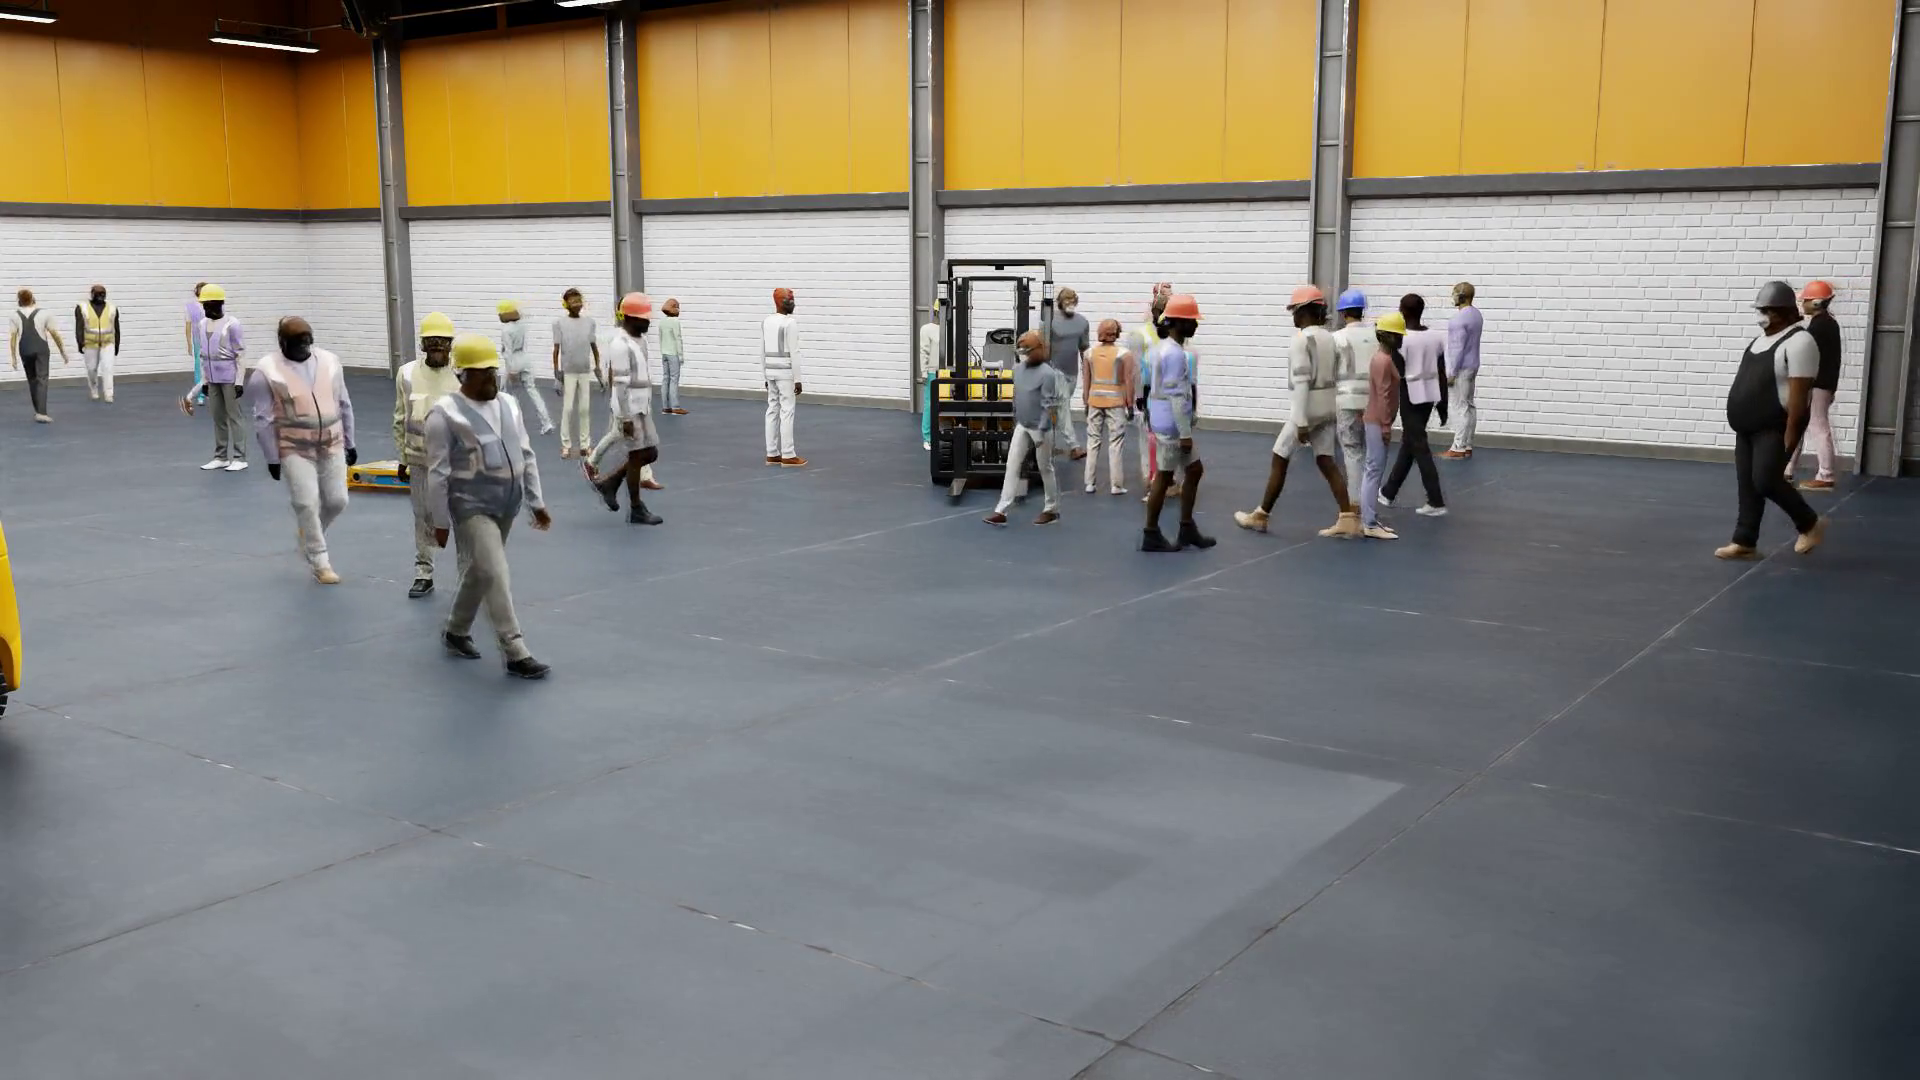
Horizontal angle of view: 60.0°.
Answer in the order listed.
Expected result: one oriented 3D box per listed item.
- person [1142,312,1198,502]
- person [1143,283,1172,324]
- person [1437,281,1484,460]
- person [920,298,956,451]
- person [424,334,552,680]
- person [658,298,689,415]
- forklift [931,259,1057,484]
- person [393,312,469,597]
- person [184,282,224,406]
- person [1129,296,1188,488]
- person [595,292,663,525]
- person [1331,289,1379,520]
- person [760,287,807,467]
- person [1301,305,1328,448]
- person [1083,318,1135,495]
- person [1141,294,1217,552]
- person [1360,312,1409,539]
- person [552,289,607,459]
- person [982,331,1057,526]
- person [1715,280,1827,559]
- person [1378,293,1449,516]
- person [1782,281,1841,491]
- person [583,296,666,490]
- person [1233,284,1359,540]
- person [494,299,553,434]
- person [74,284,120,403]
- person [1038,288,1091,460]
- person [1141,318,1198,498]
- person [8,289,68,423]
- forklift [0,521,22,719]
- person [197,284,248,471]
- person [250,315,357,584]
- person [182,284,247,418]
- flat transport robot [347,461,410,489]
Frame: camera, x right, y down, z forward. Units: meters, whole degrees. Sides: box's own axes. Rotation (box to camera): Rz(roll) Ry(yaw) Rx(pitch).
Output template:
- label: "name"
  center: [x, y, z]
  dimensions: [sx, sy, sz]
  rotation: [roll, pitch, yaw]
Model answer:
- label: "person"
  center: [1.945, -1.230, 15.164]
  dimensions: [0.526, 1.720, 0.882]
  rotation: [5, 11, 27]
- label: "person"
  center: [2.353, -2.058, 19.518]
  dimensions: [0.402, 1.906, 0.652]
  rotation: [2, 10, 13]
- label: "person"
  center: [5.461, -1.839, 18.118]
  dimensions: [0.373, 1.940, 0.630]
  rotation: [7, 12, 35]
- label: "person"
  center: [-0.215, -1.901, 19.030]
  dimensions: [0.524, 1.760, 0.328]
  rotation: [-6, 11, -32]
- label: "person"
  center: [-2.514, -0.196, 8.780]
  dimensions: [0.923, 1.793, 0.584]
  rotation: [5, 11, 29]
- label: "person"
  center: [-4.060, -2.584, 23.462]
  dimensions: [0.282, 1.633, 0.498]
  rotation: [-9, 13, -42]
- label: "forklift"
  center: [0.370, -1.738, 16.759]
  dimensions: [1.214, 2.155, 2.313]
  rotation: [1, 10, 3]
- label: "person"
  center: [-3.343, -0.545, 10.713]
  dimensions: [0.589, 1.837, 0.403]
  rotation: [-1, 10, -6]
- label: "person"
  center: [-11.295, -2.938, 24.936]
  dimensions: [0.565, 1.846, 0.388]
  rotation: [-7, 12, -38]
- label: "person"
  center: [1.904, -1.399, 15.820]
  dimensions: [0.629, 1.830, 0.437]
  rotation: [-3, 10, -19]
- label: "person"
  center: [-2.721, -1.069, 13.623]
  dimensions: [0.627, 1.910, 0.556]
  rotation: [3, 10, 18]
- label: "person"
  center: [3.277, -1.149, 14.054]
  dimensions: [0.633, 1.915, 0.700]
  rotation: [-4, 10, -22]
- label: "person"
  center: [-1.870, -1.710, 17.513]
  dimensions: [0.337, 1.881, 0.585]
  rotation: [-9, 13, -43]
- label: "person"
  center: [4.103, -1.912, 19.301]
  dimensions: [0.321, 1.690, 0.529]
  rotation: [2, 10, 11]
- label: "person"
  center: [1.372, -1.230, 15.410]
  dimensions: [0.515, 1.632, 0.311]
  rotation: [5, 11, 28]
- label: "person"
  center: [1.672, -0.847, 12.269]
  dimensions: [0.707, 1.914, 0.582]
  rotation: [1, 10, 5]
- label: "person"
  center: [3.318, -0.894, 13.020]
  dimensions: [0.329, 1.763, 0.523]
  rotation: [2, 10, 11]
- label: "person"
  center: [-4.168, -1.810, 18.208]
  dimensions: [0.567, 1.860, 0.367]
  rotation: [-6, 11, -34]
- label: "person"
  center: [0.521, -0.884, 13.423]
  dimensions: [0.793, 1.591, 0.546]
  rotation: [-8, 13, -41]
- label: "person"
  center: [5.829, -0.852, 11.940]
  dimensions: [0.644, 2.000, 0.698]
  rotation: [-1, 10, -5]
- label: "person"
  center: [3.866, -1.165, 14.293]
  dimensions: [0.617, 1.874, 0.983]
  rotation: [-6, 11, -32]
- label: "person"
  center: [7.949, -1.455, 15.732]
  dimensions: [0.837, 1.964, 0.654]
  rotation: [8, 12, 38]
- label: "person"
  center: [-3.220, -1.398, 15.805]
  dimensions: [0.856, 1.847, 0.529]
  rotation: [5, 11, 29]
- label: "person"
  center: [2.689, -0.990, 12.975]
  dimensions: [1.038, 1.985, 0.605]
  rotation: [8, 12, 40]
- label: "person"
  center: [-5.483, -2.143, 20.666]
  dimensions: [0.898, 1.692, 0.558]
  rotation: [4, 10, 21]
- label: "person"
  center: [-13.250, -3.022, 25.566]
  dimensions: [0.632, 1.813, 0.840]
  rotation: [-6, 11, -32]
- label: "person"
  center: [1.153, -1.817, 18.246]
  dimensions: [0.699, 1.870, 1.058]
  rotation: [-6, 12, -34]
- label: "person"
  center: [1.831, -1.164, 14.893]
  dimensions: [0.539, 1.675, 0.755]
  rotation: [8, 12, 38]
- label: "person"
  center: [-12.399, -2.468, 22.340]
  dimensions: [0.603, 1.793, 0.960]
  rotation: [-3, 10, -18]
- label: "forklift"
  center: [-5.296, -0.090, 6.943]
  dimensions: [1.214, 2.155, 2.313]
  rotation: [7, 12, 35]
- label: "person"
  center: [-7.610, -1.669, 17.139]
  dimensions: [0.589, 1.927, 0.386]
  rotation: [5, 11, 25]
- label: "person"
  center: [-4.421, -0.608, 11.194]
  dimensions: [0.676, 1.809, 0.615]
  rotation: [-9, 13, -43]
- label: "person"
  center: [-10.291, -2.582, 22.837]
  dimensions: [0.796, 1.850, 0.512]
  rotation: [2, 10, 10]
- label: "flat transport robot"
  center: [-5.165, -0.606, 15.733]
  dimensions: [1.431, 0.197, 0.652]
  rotation: [3, 10, 18]
